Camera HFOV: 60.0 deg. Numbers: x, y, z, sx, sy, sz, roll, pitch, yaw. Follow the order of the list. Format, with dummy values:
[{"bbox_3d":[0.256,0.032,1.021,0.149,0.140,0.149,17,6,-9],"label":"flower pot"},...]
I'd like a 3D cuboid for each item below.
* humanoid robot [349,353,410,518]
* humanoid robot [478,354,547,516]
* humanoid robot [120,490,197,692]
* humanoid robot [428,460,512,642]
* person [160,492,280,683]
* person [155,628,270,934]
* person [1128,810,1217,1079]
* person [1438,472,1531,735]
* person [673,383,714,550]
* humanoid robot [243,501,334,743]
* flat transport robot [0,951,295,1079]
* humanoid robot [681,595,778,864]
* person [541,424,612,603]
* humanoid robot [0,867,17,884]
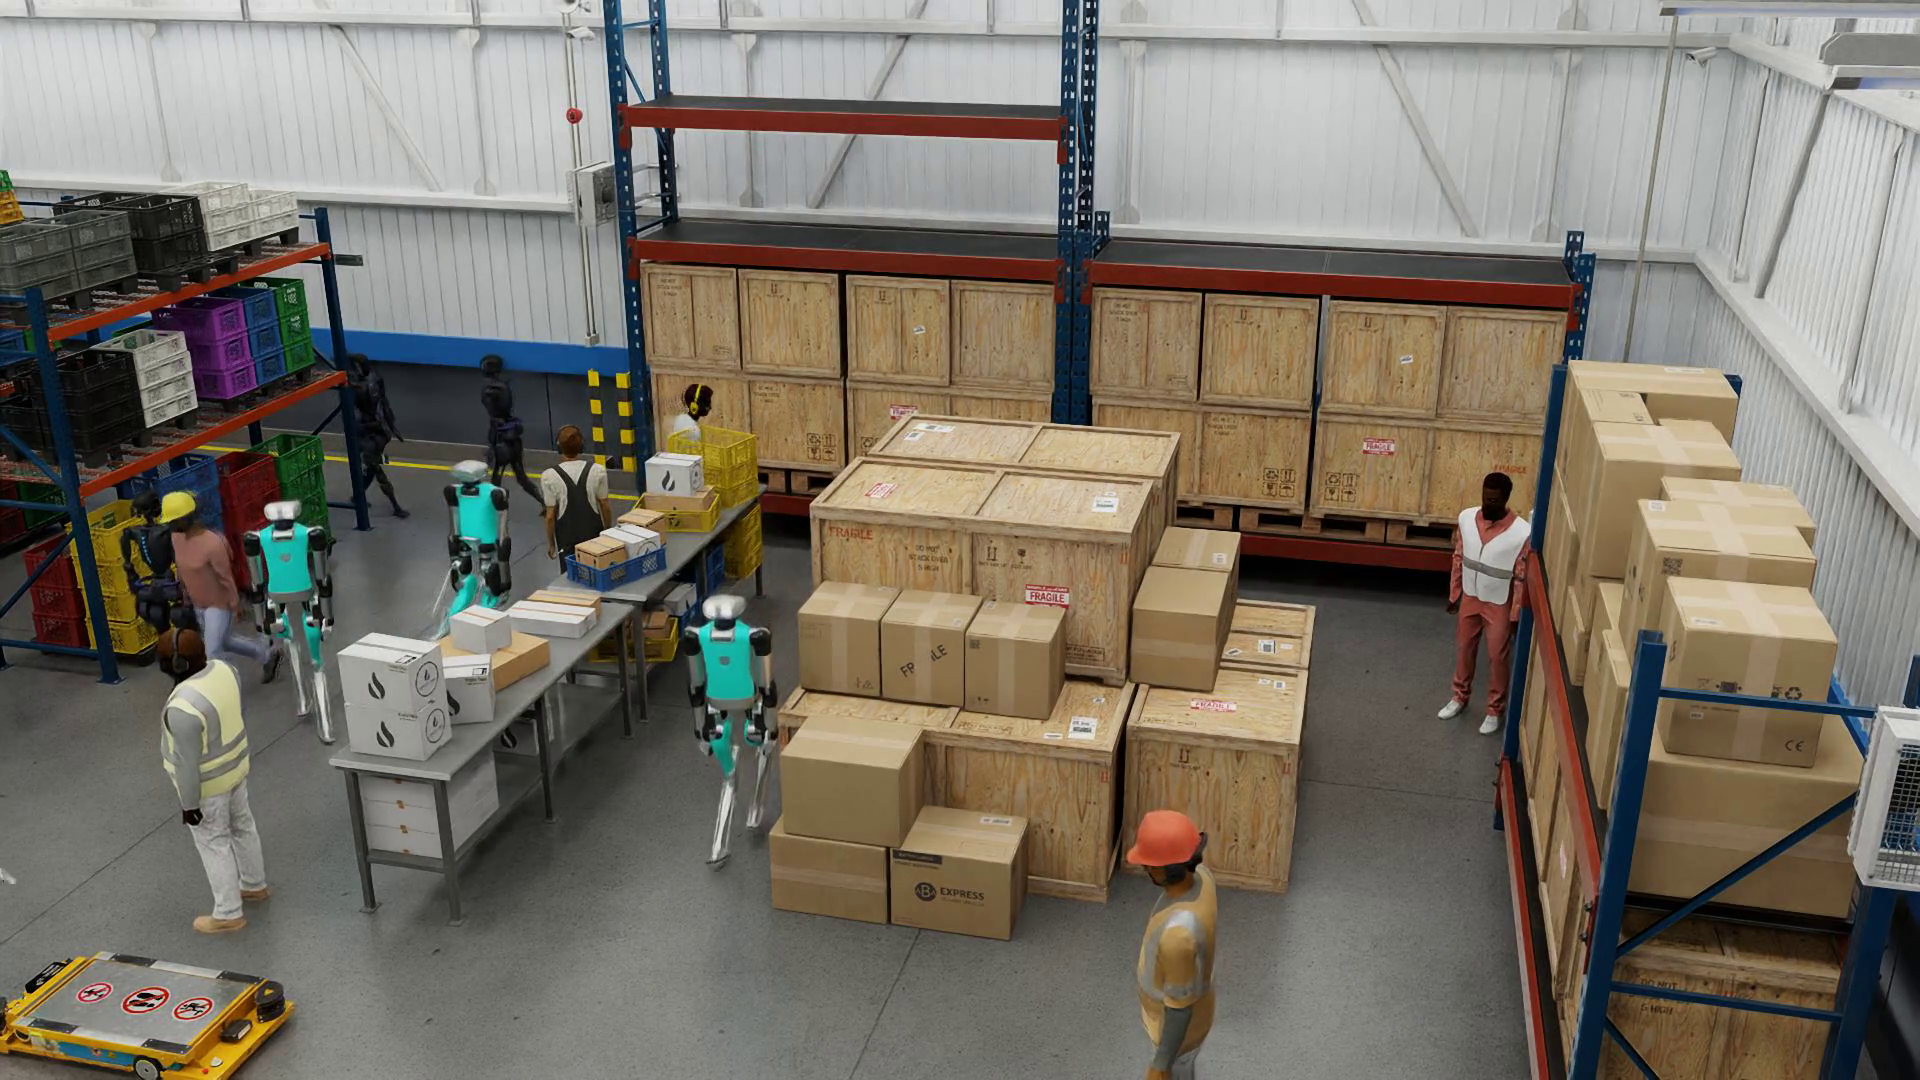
[{"bbox_3d":[-5.614,-1.012,15.813,0.793,1.636,0.603,8,22,21],"label":"humanoid robot"},{"bbox_3d":[-4.230,-0.936,15.588,0.626,1.651,0.589,0,21,1],"label":"humanoid robot"},{"bbox_3d":[-5.713,0.418,12.024,0.603,1.646,0.611,1,21,2],"label":"humanoid robot"},{"bbox_3d":[-3.643,0.380,12.035,0.582,1.768,0.976,9,23,22],"label":"humanoid robot"},{"bbox_3d":[-5.300,0.419,11.911,0.523,1.729,0.789,12,24,29],"label":"person"},{"bbox_3d":[-4.224,1.341,9.352,0.429,1.837,0.628,1,21,2],"label":"person"},{"bbox_3d":[0.895,2.065,7.176,0.392,2.034,0.604,5,22,14],"label":"person"},{"bbox_3d":[3.704,0.420,11.656,0.393,1.910,0.585,-18,27,-39],"label":"person"},{"bbox_3d":[-2.270,-0.435,13.994,0.478,1.836,0.663,-12,24,-29],"label":"person"},{"bbox_3d":[-4.634,0.514,11.627,0.553,1.756,0.929,-7,22,-17],"label":"humanoid robot"},{"bbox_3d":[-4.270,2.464,8.601,1.431,0.231,0.659,5,22,13],"label":"flat transport robot"},{"bbox_3d":[-1.345,1.091,10.131,0.545,1.755,0.954,1,21,4],"label":"humanoid robot"},{"bbox_3d":[-2.938,-0.004,12.847,0.504,1.846,0.346,-8,22,-19],"label":"person"},{"bbox_3d":[-6.019,1.268,9.678,0.907,1.761,0.540,5,22,13],"label":"humanoid robot"}]
